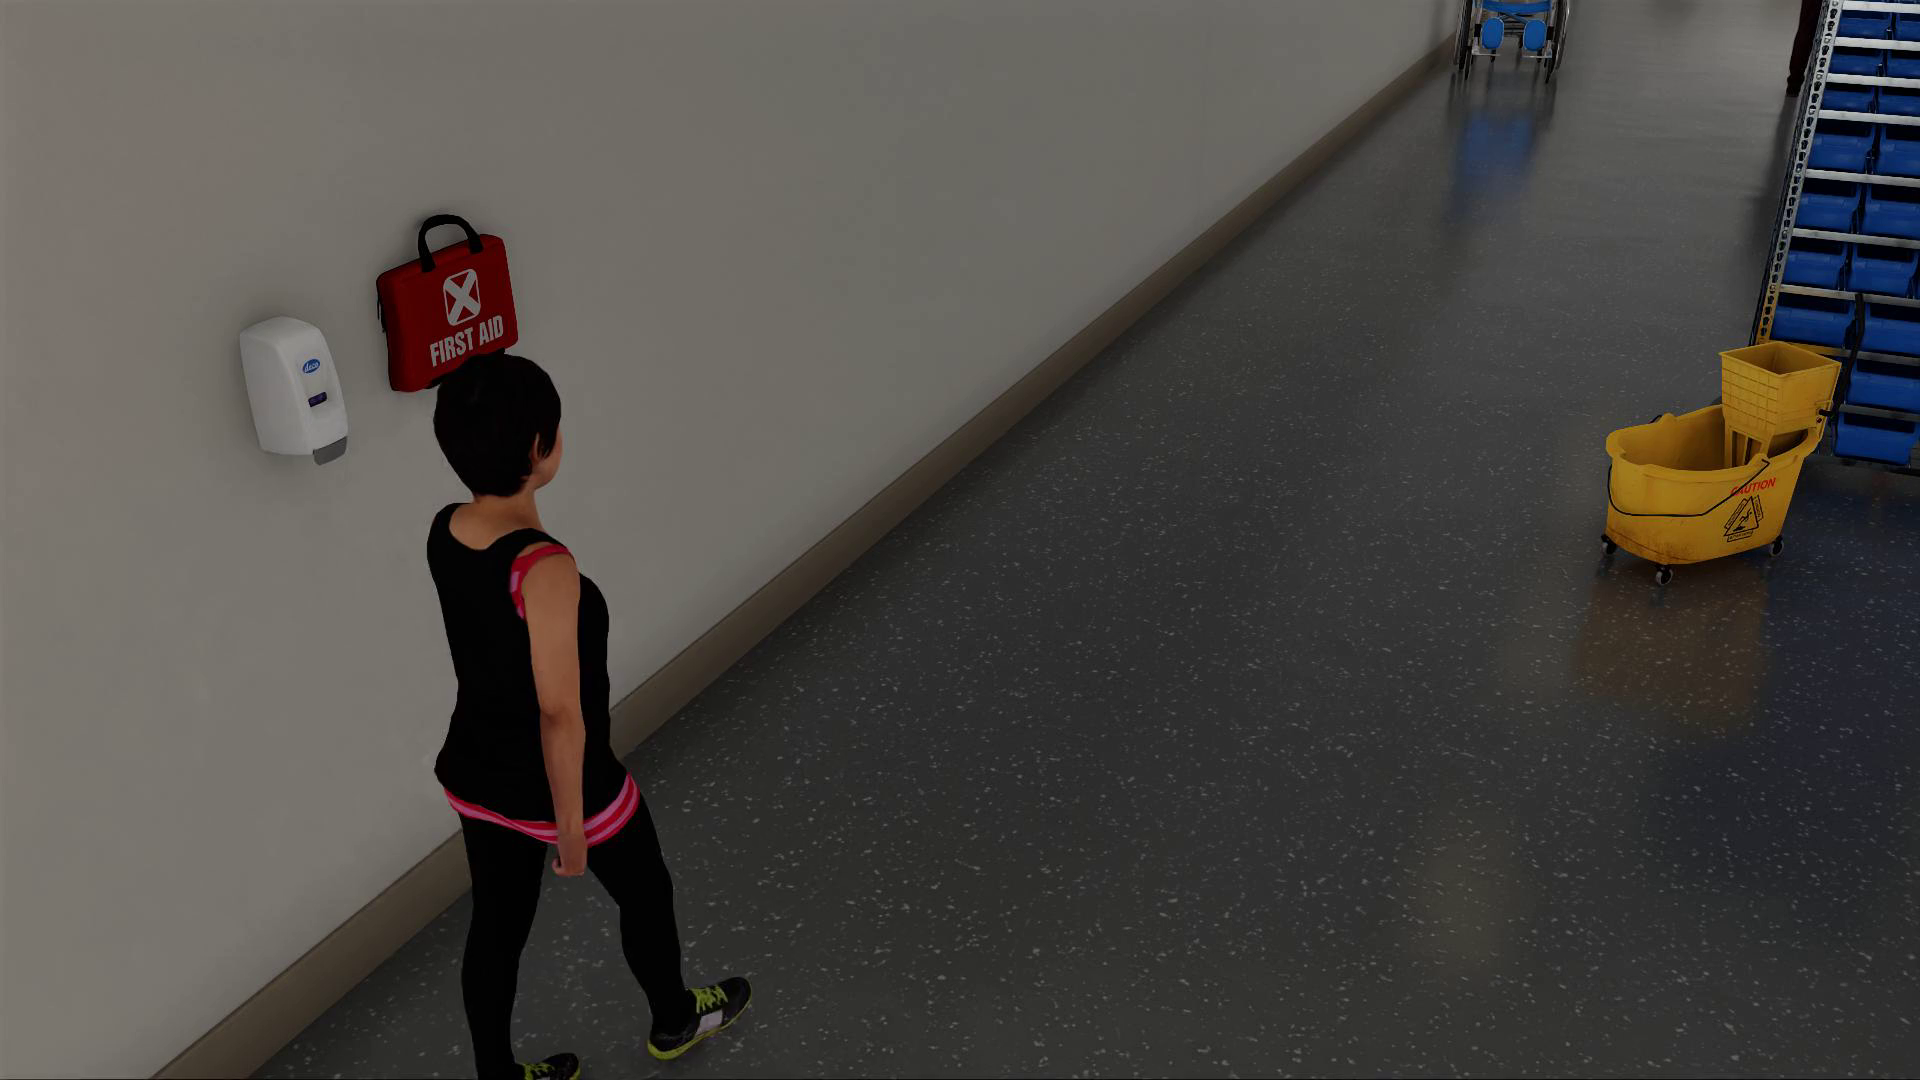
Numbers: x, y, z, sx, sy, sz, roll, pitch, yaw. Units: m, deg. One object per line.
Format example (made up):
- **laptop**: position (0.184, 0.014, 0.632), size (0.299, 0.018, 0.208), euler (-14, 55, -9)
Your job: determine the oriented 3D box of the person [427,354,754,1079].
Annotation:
- **person**: position (-0.826, 0.445, 2.975), size (0.815, 1.530, 0.732), euler (19, 32, 34)
